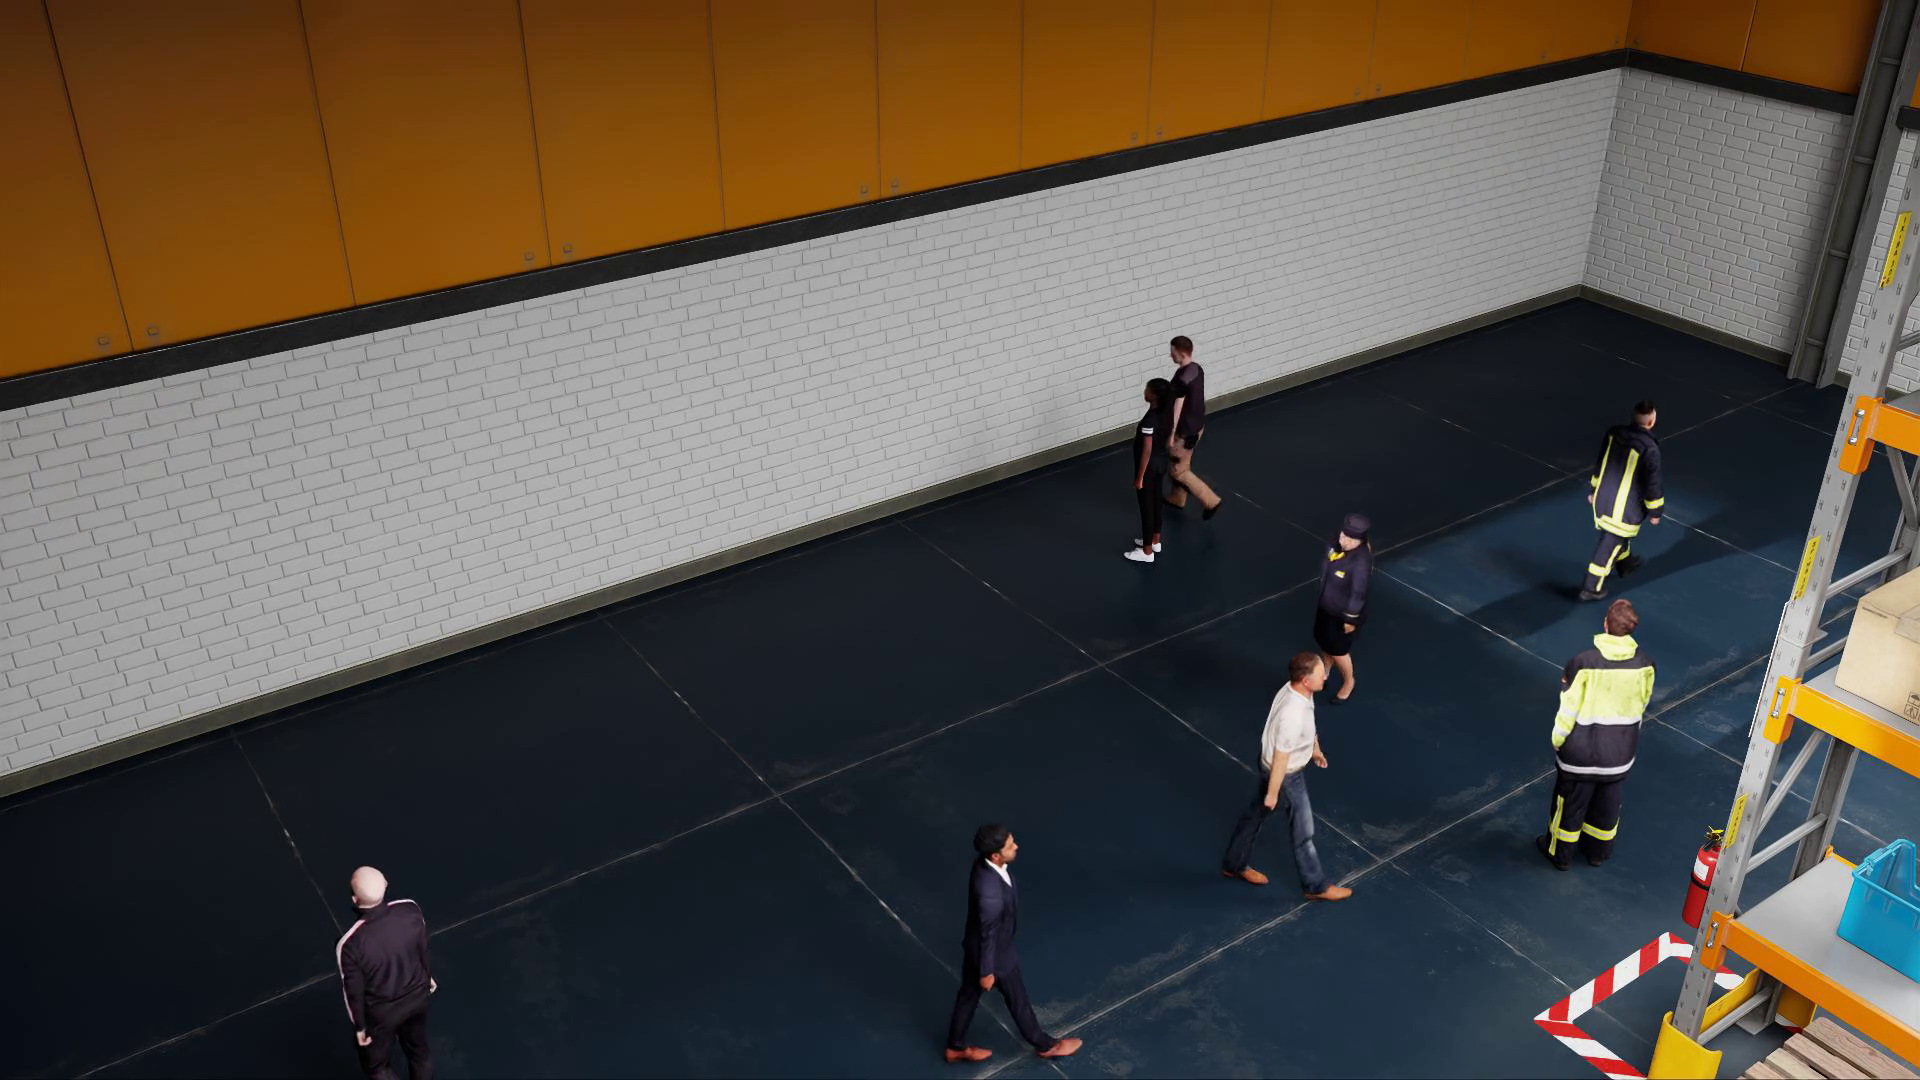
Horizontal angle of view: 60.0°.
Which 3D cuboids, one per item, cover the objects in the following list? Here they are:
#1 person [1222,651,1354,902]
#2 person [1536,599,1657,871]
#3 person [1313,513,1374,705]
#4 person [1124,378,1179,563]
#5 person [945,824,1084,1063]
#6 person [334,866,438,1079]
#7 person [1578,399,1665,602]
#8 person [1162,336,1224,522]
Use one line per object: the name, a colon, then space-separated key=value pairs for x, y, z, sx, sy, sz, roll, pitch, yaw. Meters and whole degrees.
person: x=1.963 y=1.486 z=10.653 sx=1.174 sy=1.819 sz=1.087 roll=6 pitch=29 yaw=11
person: x=4.157 y=1.275 z=10.872 sx=0.870 sy=1.981 sz=0.853 roll=-3 pitch=29 yaw=-5
person: x=2.901 y=0.503 z=12.623 sx=0.924 sy=1.658 sz=0.777 roll=2 pitch=29 yaw=4
person: x=1.682 y=-0.633 z=14.634 sx=0.736 sy=1.727 sz=0.712 roll=14 pitch=32 yaw=24
person: x=0.079 y=2.291 z=9.305 sx=1.043 sy=1.697 sz=1.078 roll=-2 pitch=29 yaw=-4
person: x=-2.937 y=2.508 z=8.776 sx=0.960 sy=1.822 sz=0.790 roll=24 pitch=37 yaw=37
person: x=5.489 y=-0.321 z=13.947 sx=0.988 sy=1.837 sz=1.084 roll=-12 pitch=31 yaw=-20
person: x=2.128 y=-0.991 z=15.198 sx=1.098 sy=1.815 sz=0.987 roll=15 pitch=32 yaw=26
